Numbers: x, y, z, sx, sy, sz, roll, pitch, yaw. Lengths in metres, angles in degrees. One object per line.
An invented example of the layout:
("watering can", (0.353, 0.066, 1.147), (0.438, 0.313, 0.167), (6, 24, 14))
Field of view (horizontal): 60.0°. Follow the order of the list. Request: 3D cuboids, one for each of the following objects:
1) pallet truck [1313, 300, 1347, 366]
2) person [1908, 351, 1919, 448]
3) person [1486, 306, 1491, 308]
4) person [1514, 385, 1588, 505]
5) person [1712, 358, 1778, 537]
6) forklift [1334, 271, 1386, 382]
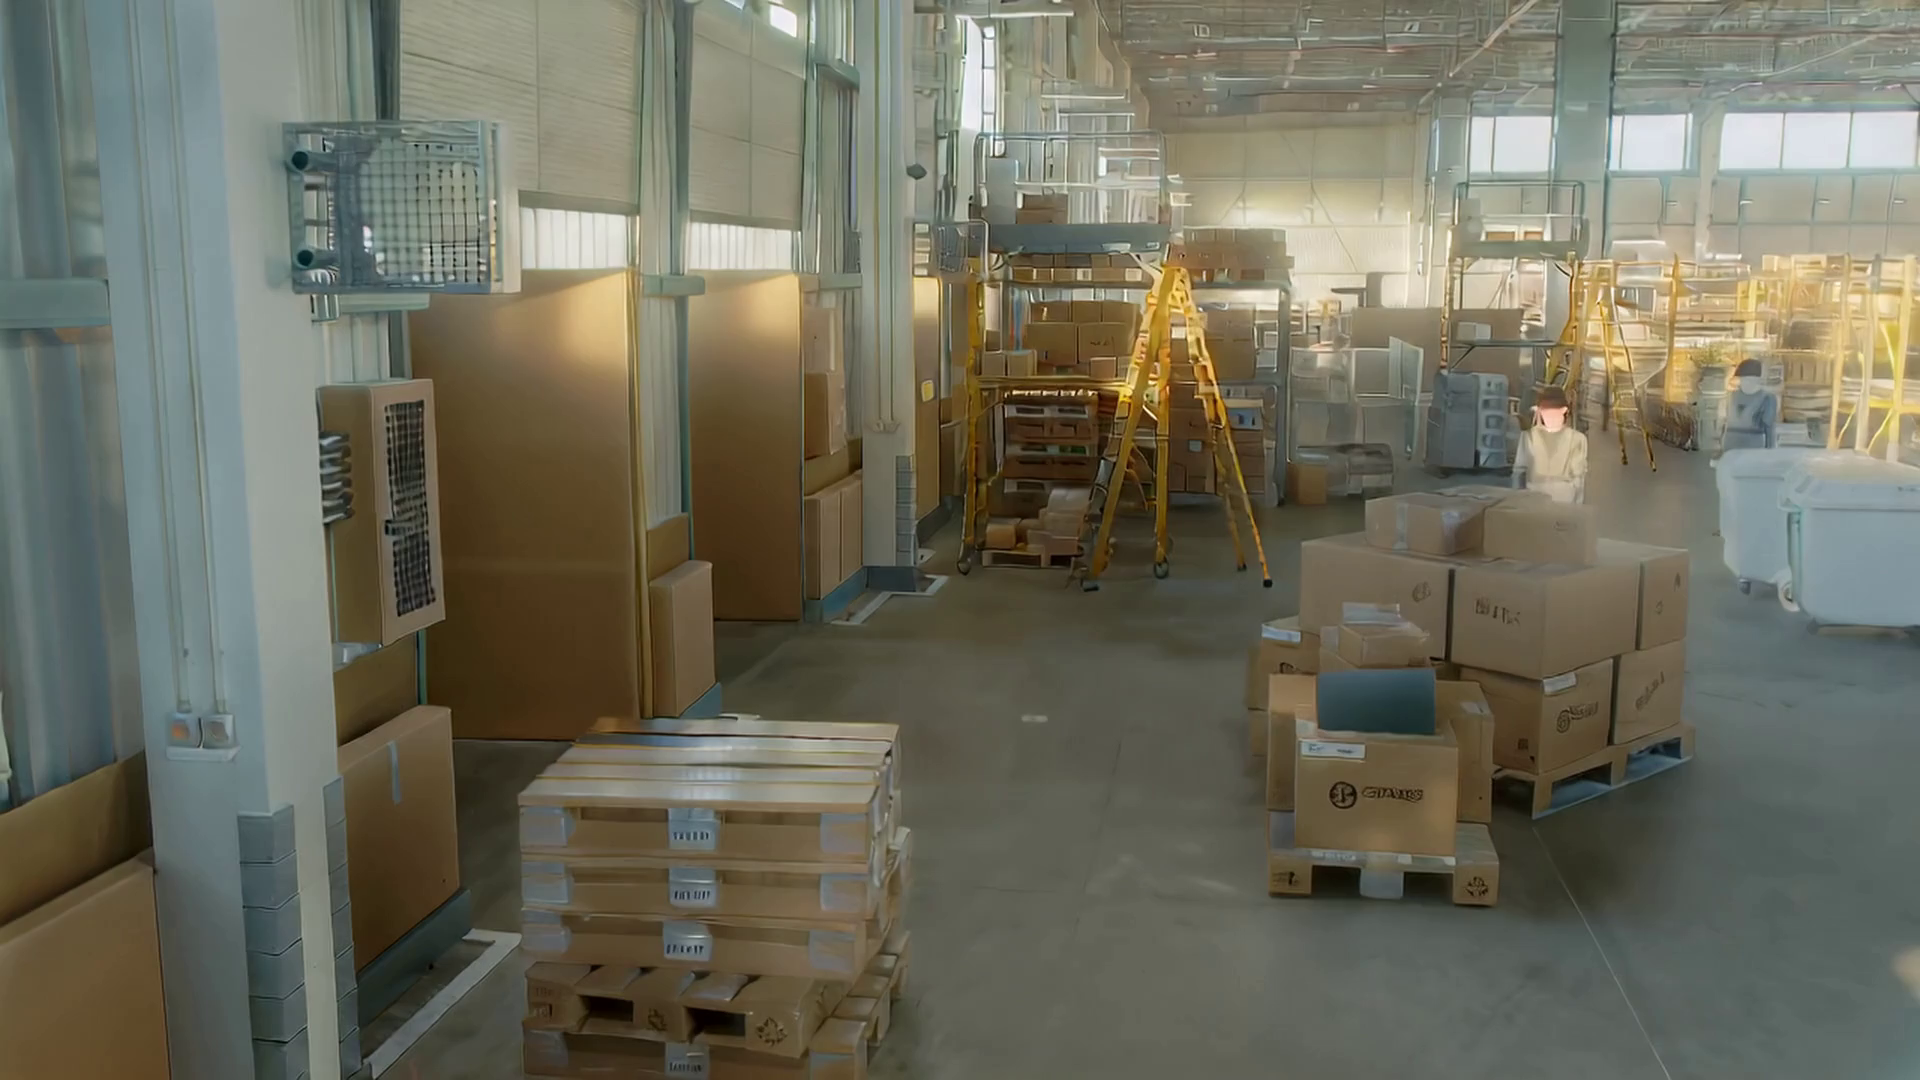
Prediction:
("pallet truck", (11.159, -6.200, 49.718), (0.823, 1.965, 1.885), (4, 10, 26))
("person", (15.499, -2.339, 26.724), (0.333, 1.733, 0.500), (5, 10, 28))
("person", (17.307, -6.835, 54.561), (0.535, 1.697, 0.318), (-7, 11, -35))
("person", (4.741, -0.282, 13.399), (0.545, 1.939, 0.374), (4, 10, 25))
("person", (8.302, -0.952, 17.565), (0.369, 1.928, 0.585), (-5, 10, -28))
("forklift", (10.454, -5.399, 42.066), (1.873, 2.768, 1.129), (1, 9, 9))
